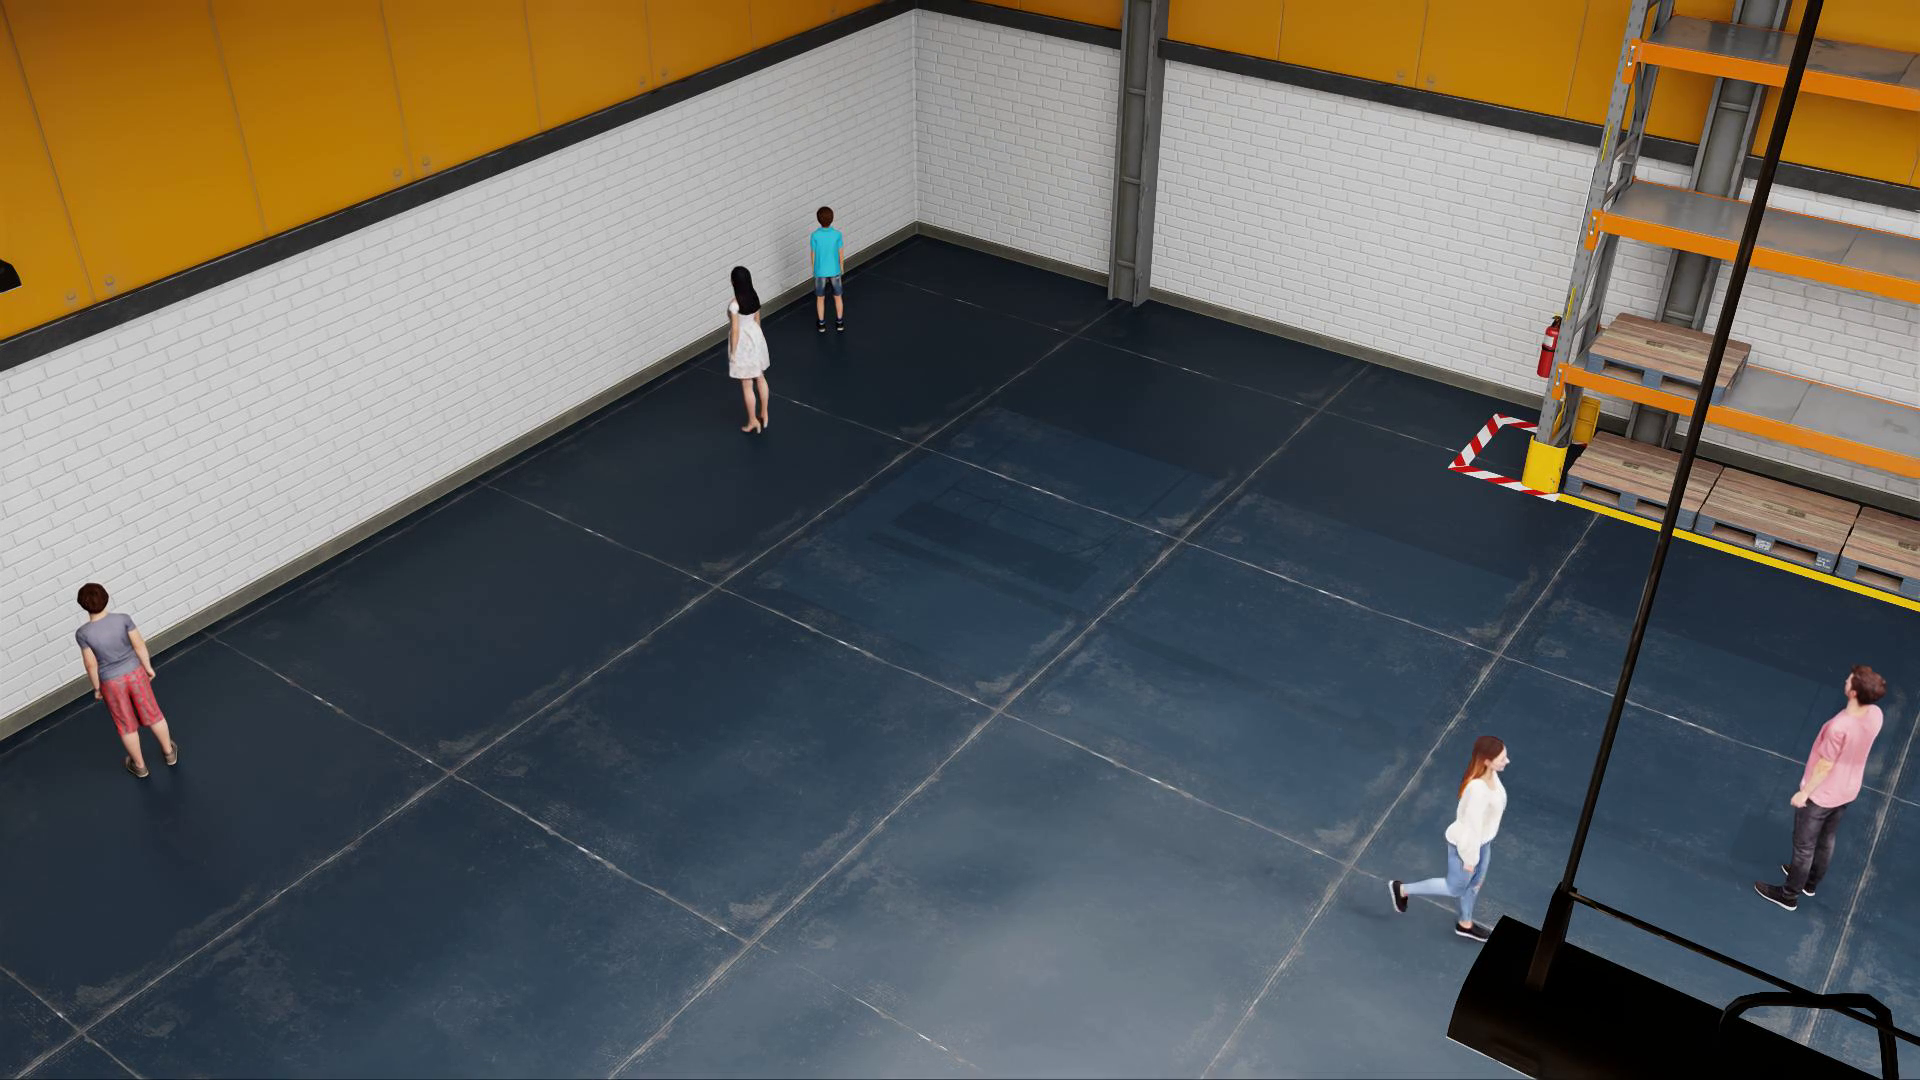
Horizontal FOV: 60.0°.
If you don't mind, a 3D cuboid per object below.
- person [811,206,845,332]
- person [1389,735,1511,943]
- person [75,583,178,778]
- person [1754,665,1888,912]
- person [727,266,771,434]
[{"bbox_3d":[-1.478,-3.022,18.517,0.592,1.448,0.645,-7,34,-11],"label":"person"},{"bbox_3d":[3.243,1.950,10.831,0.977,1.675,0.699,16,37,22],"label":"person"},{"bbox_3d":[-6.164,1.027,12.242,0.652,1.651,0.627,-22,40,-30],"label":"person"},{"bbox_3d":[5.771,1.650,11.027,0.710,1.958,0.698,-17,37,-24],"label":"person"},{"bbox_3d":[-2.114,-1.889,16.518,0.620,1.773,0.638,22,40,30],"label":"person"}]
